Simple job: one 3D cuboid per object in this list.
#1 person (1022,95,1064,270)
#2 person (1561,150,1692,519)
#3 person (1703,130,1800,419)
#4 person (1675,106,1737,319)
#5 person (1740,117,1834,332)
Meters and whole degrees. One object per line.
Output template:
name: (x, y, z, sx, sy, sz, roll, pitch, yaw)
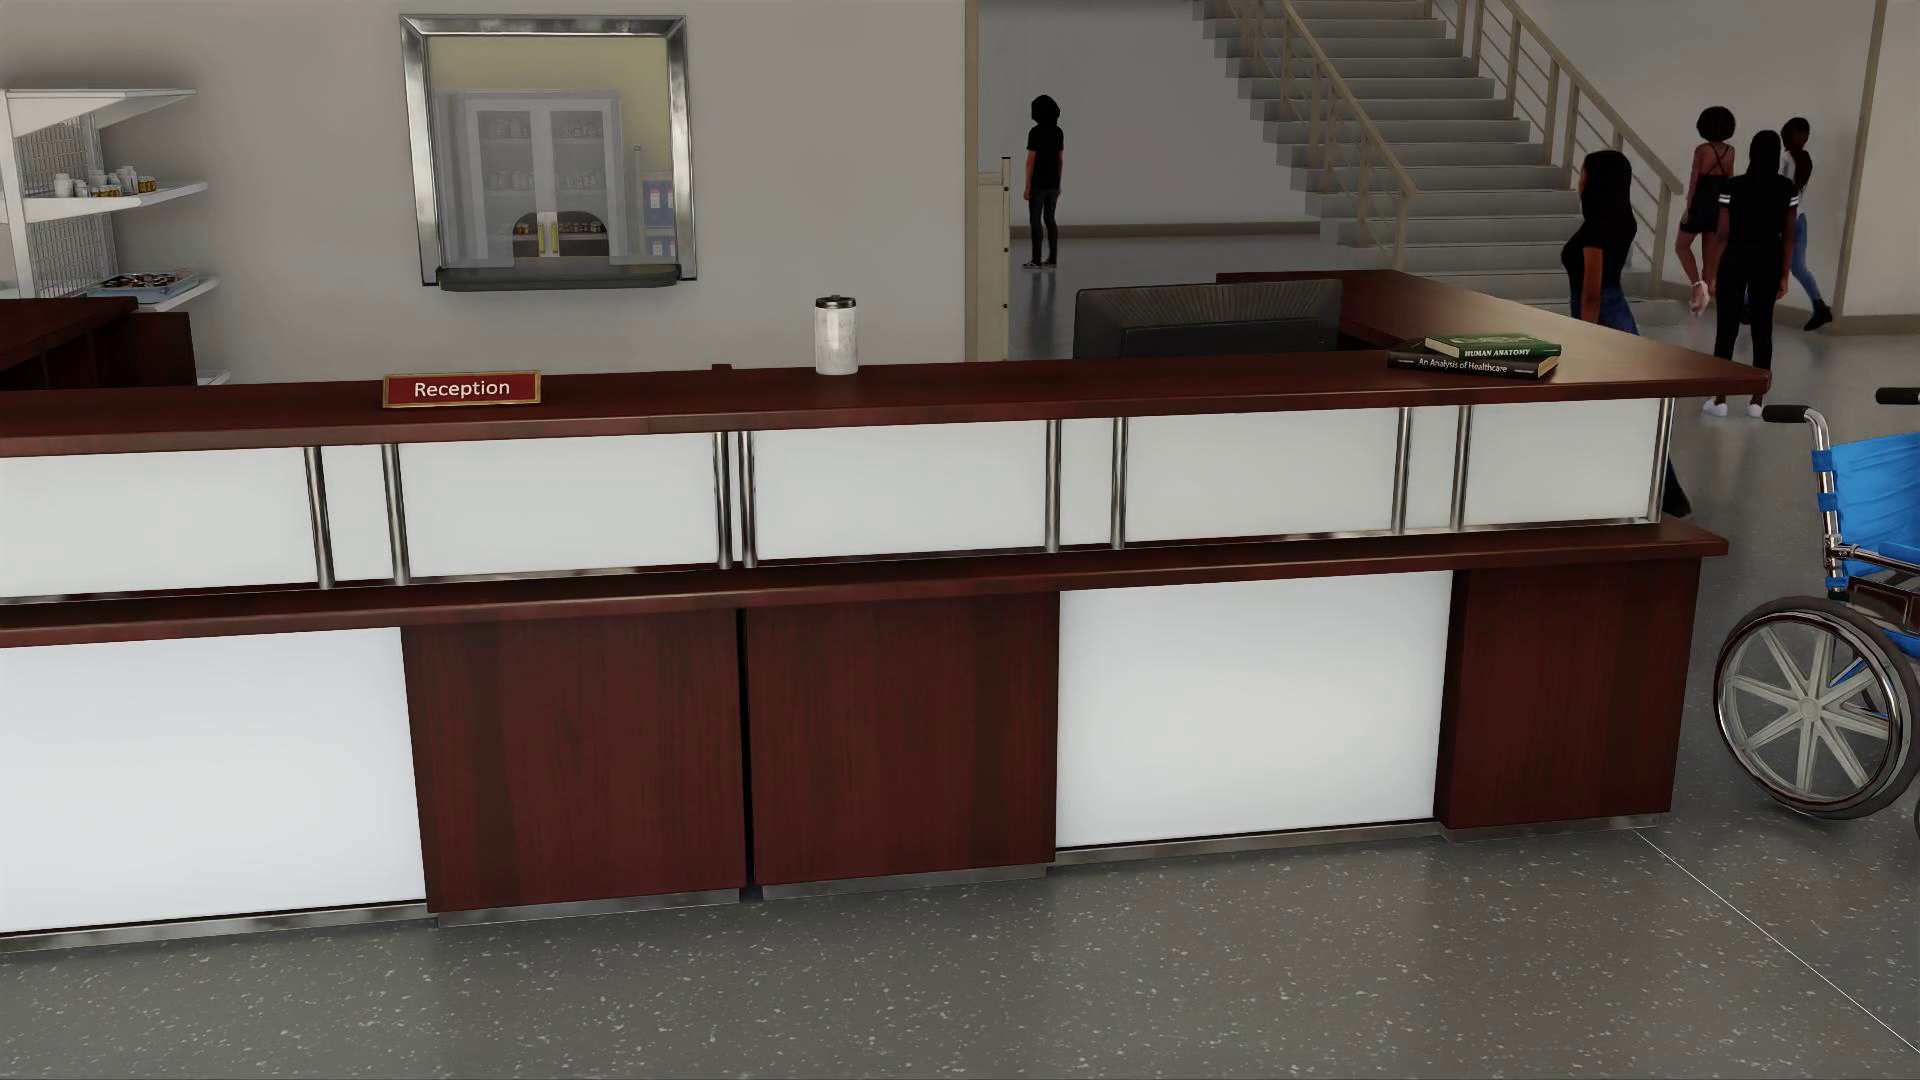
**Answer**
person: (0.908, -3.846, 17.866, 0.707, 1.826, 0.695, -12, 20, -37)
person: (2.990, -0.865, 7.554, 0.986, 1.696, 1.254, -13, 20, -38)
person: (4.835, -1.625, 10.191, 0.689, 1.729, 0.677, 4, 16, 12)
person: (6.391, -2.764, 14.138, 0.585, 1.778, 0.648, -2, 16, -8)
person: (6.723, -2.496, 13.377, 0.774, 1.676, 1.233, -7, 17, -24)
